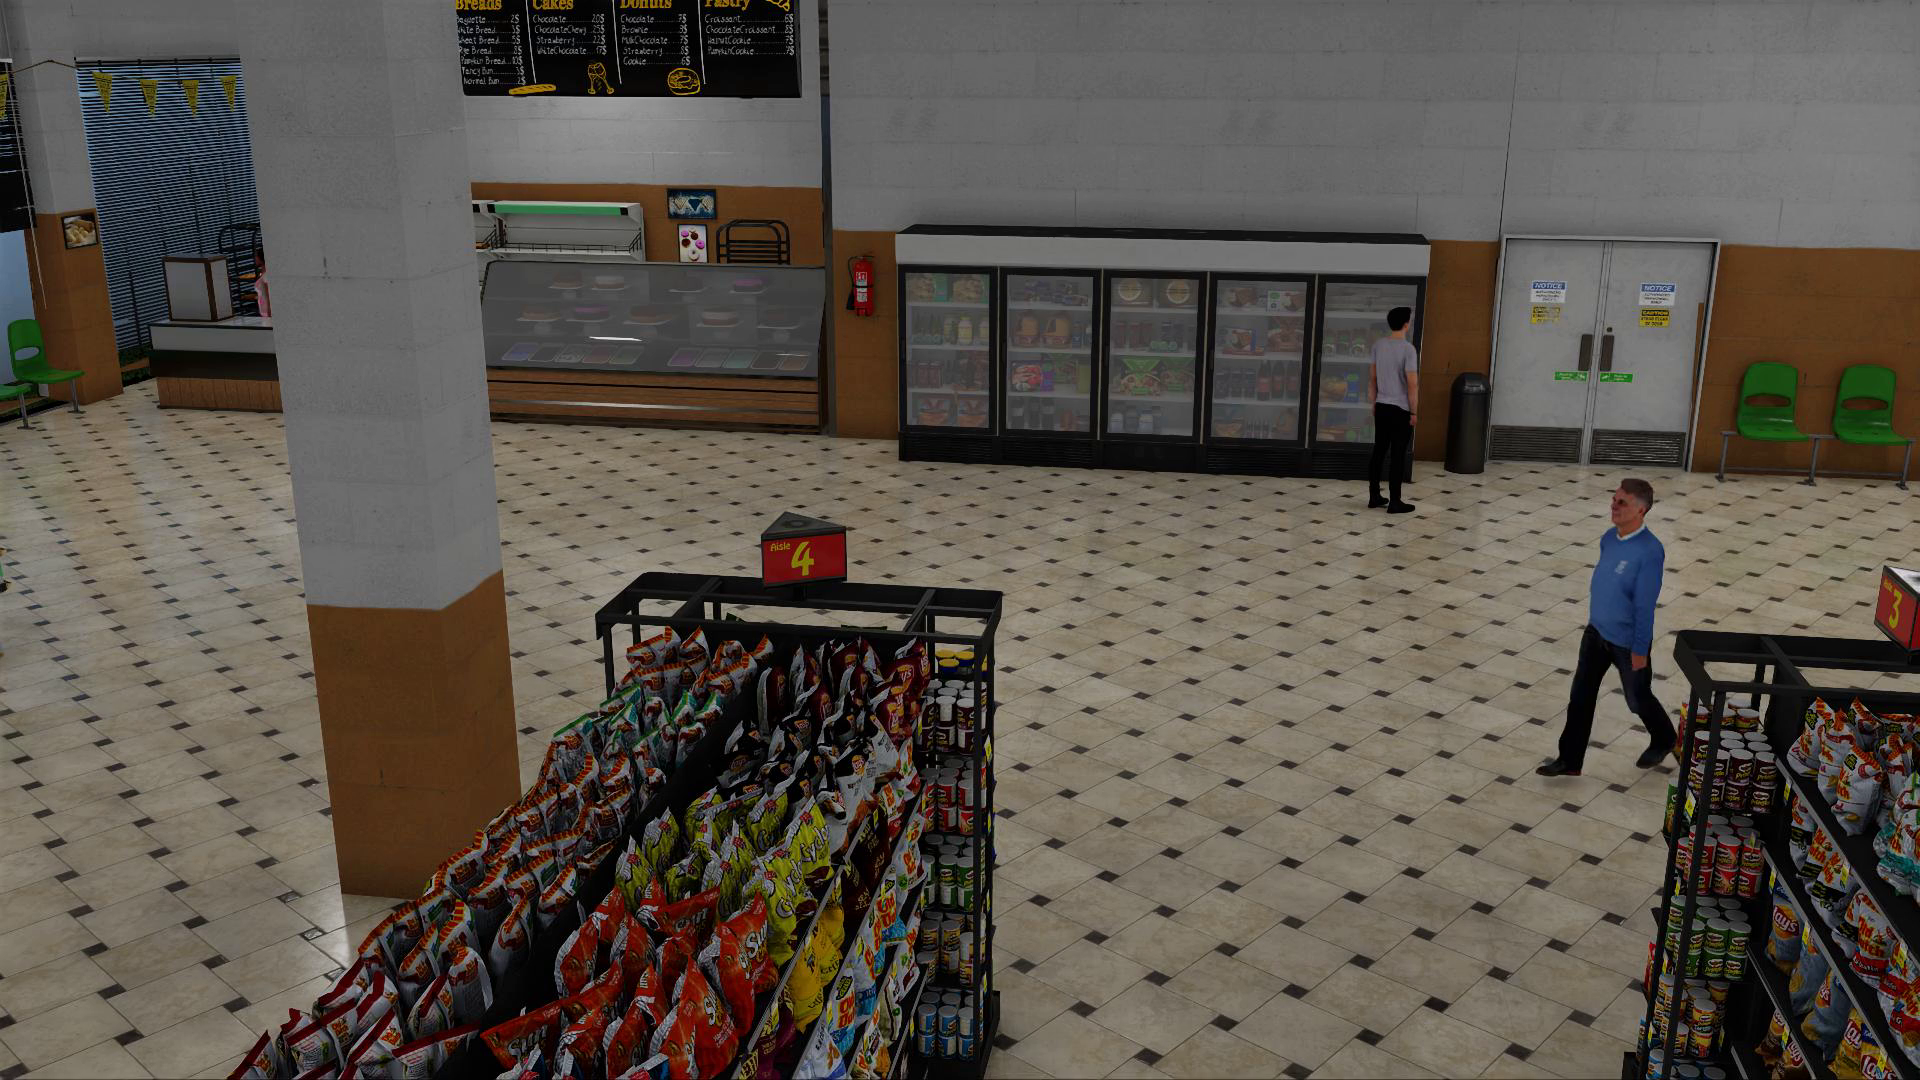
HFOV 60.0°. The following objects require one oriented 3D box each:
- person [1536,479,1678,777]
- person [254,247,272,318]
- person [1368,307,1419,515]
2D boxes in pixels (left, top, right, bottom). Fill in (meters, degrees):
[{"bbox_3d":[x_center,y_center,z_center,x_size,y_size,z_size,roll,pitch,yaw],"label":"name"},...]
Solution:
[{"bbox_3d":[3.861,0.533,9.538,1.096,1.782,1.196,-6,18,-19],"label":"person"},{"bbox_3d":[-8.390,-2.711,20.292,0.713,1.741,0.581,-4,17,-14],"label":"person"},{"bbox_3d":[3.915,-1.183,15.049,0.790,1.863,0.727,-11,20,-33],"label":"person"}]
